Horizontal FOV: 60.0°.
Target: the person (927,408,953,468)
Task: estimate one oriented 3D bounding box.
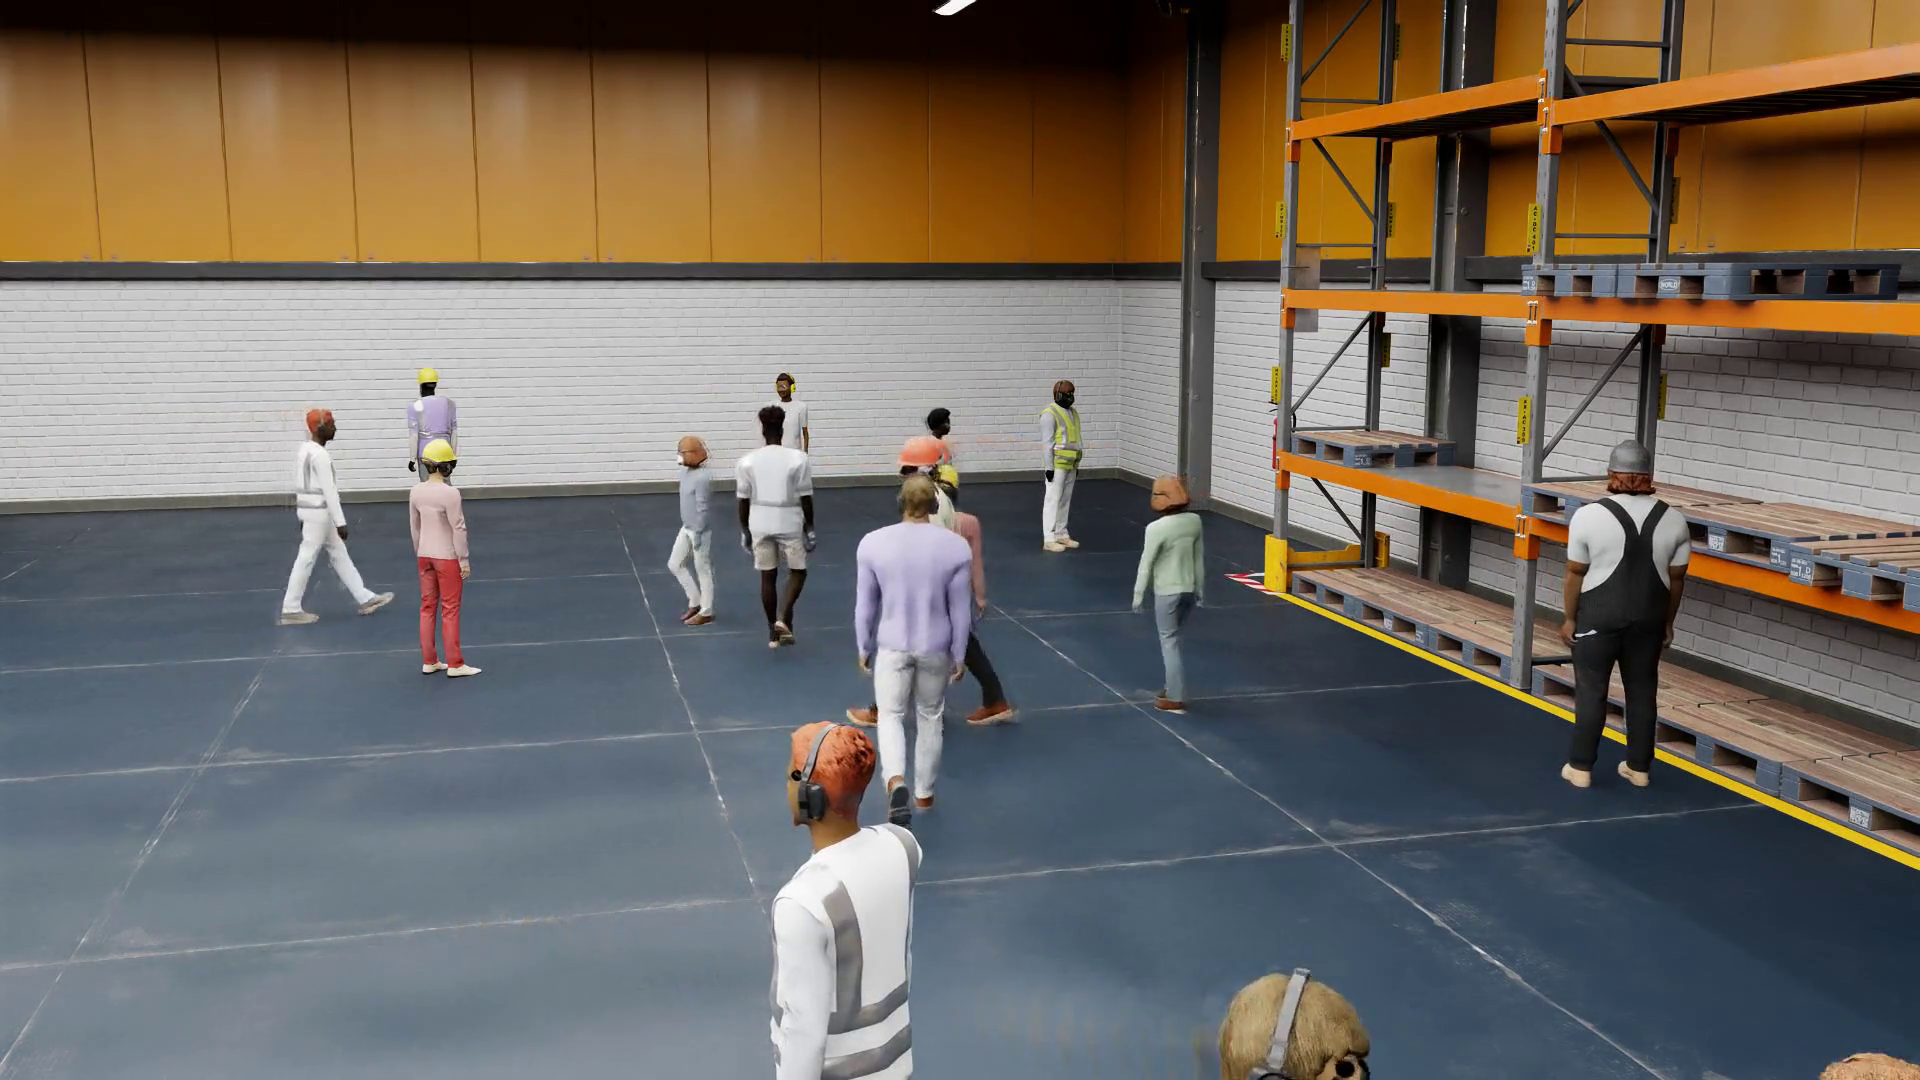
[{"bbox_3d":[-0.247,-0.453,16.214,0.478,1.686,0.547,1,9,7],"label":"person"}]

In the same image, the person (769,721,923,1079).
[{"bbox_3d":[-0.306,1.377,4.216,0.355,1.883,0.573,4,10,26],"label":"person"}]

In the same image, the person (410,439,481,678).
[{"bbox_3d":[-3.832,0.138,12.313,0.524,1.769,0.315,5,11,30],"label":"person"}]

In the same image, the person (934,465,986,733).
[{"bbox_3d":[-0.170,0.372,10.938,0.637,1.723,0.770,-2,9,-11],"label":"person"}]

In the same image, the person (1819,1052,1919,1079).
[{"bbox_3d":[1.671,1.714,2.987,0.780,1.602,0.513,6,11,34],"label":"person"}]

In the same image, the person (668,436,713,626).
[{"bbox_3d":[-2.270,-0.069,14.031,0.386,1.616,0.530,-5,11,-31],"label":"person"}]

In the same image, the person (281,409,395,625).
[{"bbox_3d":[-5.384,-0.203,14.234,0.987,1.826,0.596,-5,11,-30],"label":"person"}]

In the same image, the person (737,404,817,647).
[{"bbox_3d":[-1.456,-0.095,13.179,0.641,1.954,0.493,1,9,8],"label":"person"}]

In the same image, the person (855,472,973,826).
[{"bbox_3d":[-0.248,0.600,8.964,0.635,1.923,0.747,0,9,-2],"label":"person"}]

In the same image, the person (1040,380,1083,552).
[{"bbox_3d":[1.109,-0.805,17.967,0.429,1.842,0.633,6,11,32],"label":"person"}]

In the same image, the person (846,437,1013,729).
[{"bbox_3d":[-0.161,0.292,10.853,1.089,1.940,0.604,1,9,7],"label":"person"}]

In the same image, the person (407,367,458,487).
[{"bbox_3d":[-5.972,-0.985,18.820,0.369,1.926,0.594,9,13,43],"label":"person"}]

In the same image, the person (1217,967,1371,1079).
[{"bbox_3d":[0.396,1.601,2.758,0.628,1.913,0.637,4,10,25],"label":"person"}]

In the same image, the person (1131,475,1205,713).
[{"bbox_3d":[1.375,0.357,11.357,0.532,1.617,0.514,-7,12,-38],"label":"person"}]

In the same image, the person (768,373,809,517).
[{"bbox_3d":[-1.953,-0.952,18.795,0.521,1.873,0.335,3,9,16],"label":"person"}]

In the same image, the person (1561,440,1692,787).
[{"bbox_3d":[3.829,0.422,9.685,0.682,2.000,0.535,0,9,0],"label":"person"}]
